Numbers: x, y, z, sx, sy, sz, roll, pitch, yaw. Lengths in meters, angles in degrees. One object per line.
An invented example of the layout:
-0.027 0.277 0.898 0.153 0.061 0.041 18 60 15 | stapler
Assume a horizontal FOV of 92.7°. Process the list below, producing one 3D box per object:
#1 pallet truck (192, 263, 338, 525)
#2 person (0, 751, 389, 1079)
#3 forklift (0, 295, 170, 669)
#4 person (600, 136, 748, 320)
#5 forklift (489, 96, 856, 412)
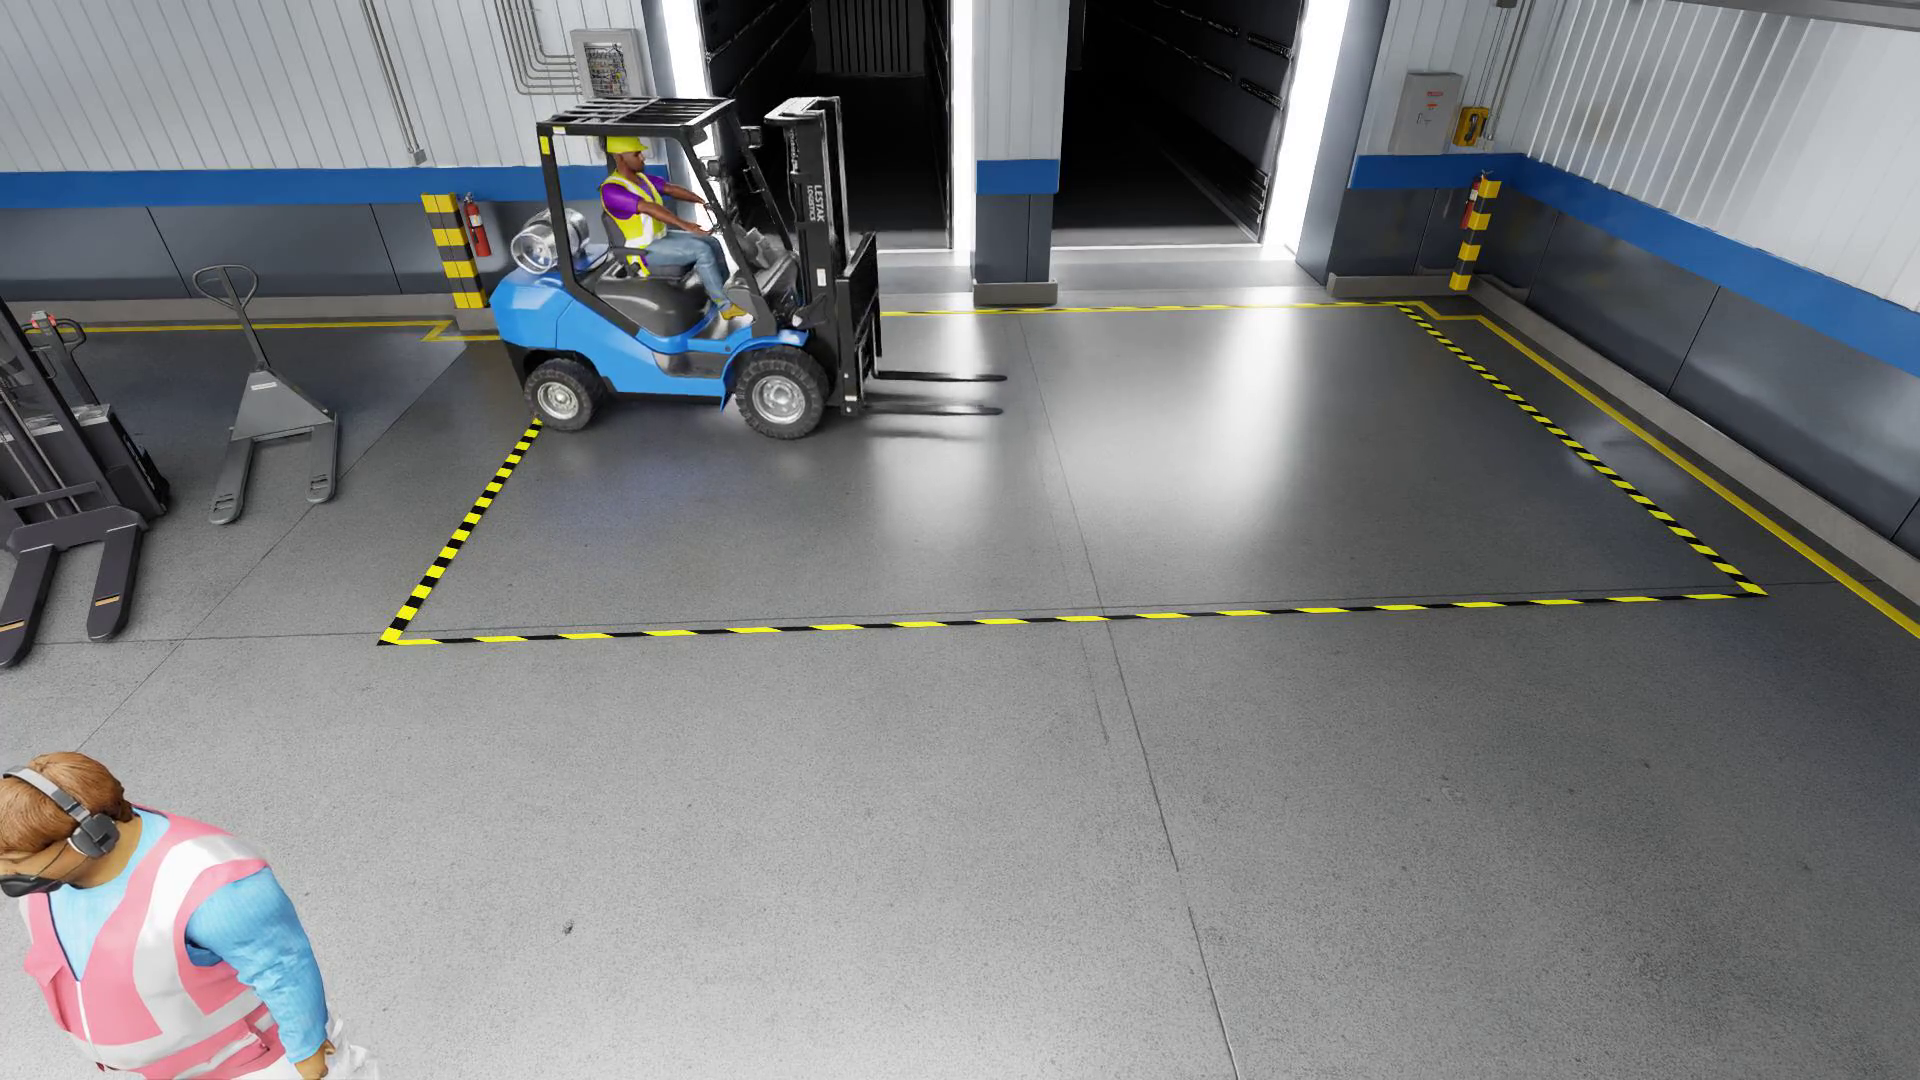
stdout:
-4.778 -1.027 6.128 0.680 1.201 1.601 -17 38 -23 | pallet truck
-1.895 1.229 2.359 0.625 1.844 0.429 7 35 10 | person
-5.212 -0.618 4.878 0.823 1.965 1.885 -20 39 -26 | forklift
-1.974 -2.236 6.564 1.004 1.294 0.635 3 35 4 | person
-2.033 -2.090 6.682 2.680 2.036 1.157 3 35 4 | forklift
